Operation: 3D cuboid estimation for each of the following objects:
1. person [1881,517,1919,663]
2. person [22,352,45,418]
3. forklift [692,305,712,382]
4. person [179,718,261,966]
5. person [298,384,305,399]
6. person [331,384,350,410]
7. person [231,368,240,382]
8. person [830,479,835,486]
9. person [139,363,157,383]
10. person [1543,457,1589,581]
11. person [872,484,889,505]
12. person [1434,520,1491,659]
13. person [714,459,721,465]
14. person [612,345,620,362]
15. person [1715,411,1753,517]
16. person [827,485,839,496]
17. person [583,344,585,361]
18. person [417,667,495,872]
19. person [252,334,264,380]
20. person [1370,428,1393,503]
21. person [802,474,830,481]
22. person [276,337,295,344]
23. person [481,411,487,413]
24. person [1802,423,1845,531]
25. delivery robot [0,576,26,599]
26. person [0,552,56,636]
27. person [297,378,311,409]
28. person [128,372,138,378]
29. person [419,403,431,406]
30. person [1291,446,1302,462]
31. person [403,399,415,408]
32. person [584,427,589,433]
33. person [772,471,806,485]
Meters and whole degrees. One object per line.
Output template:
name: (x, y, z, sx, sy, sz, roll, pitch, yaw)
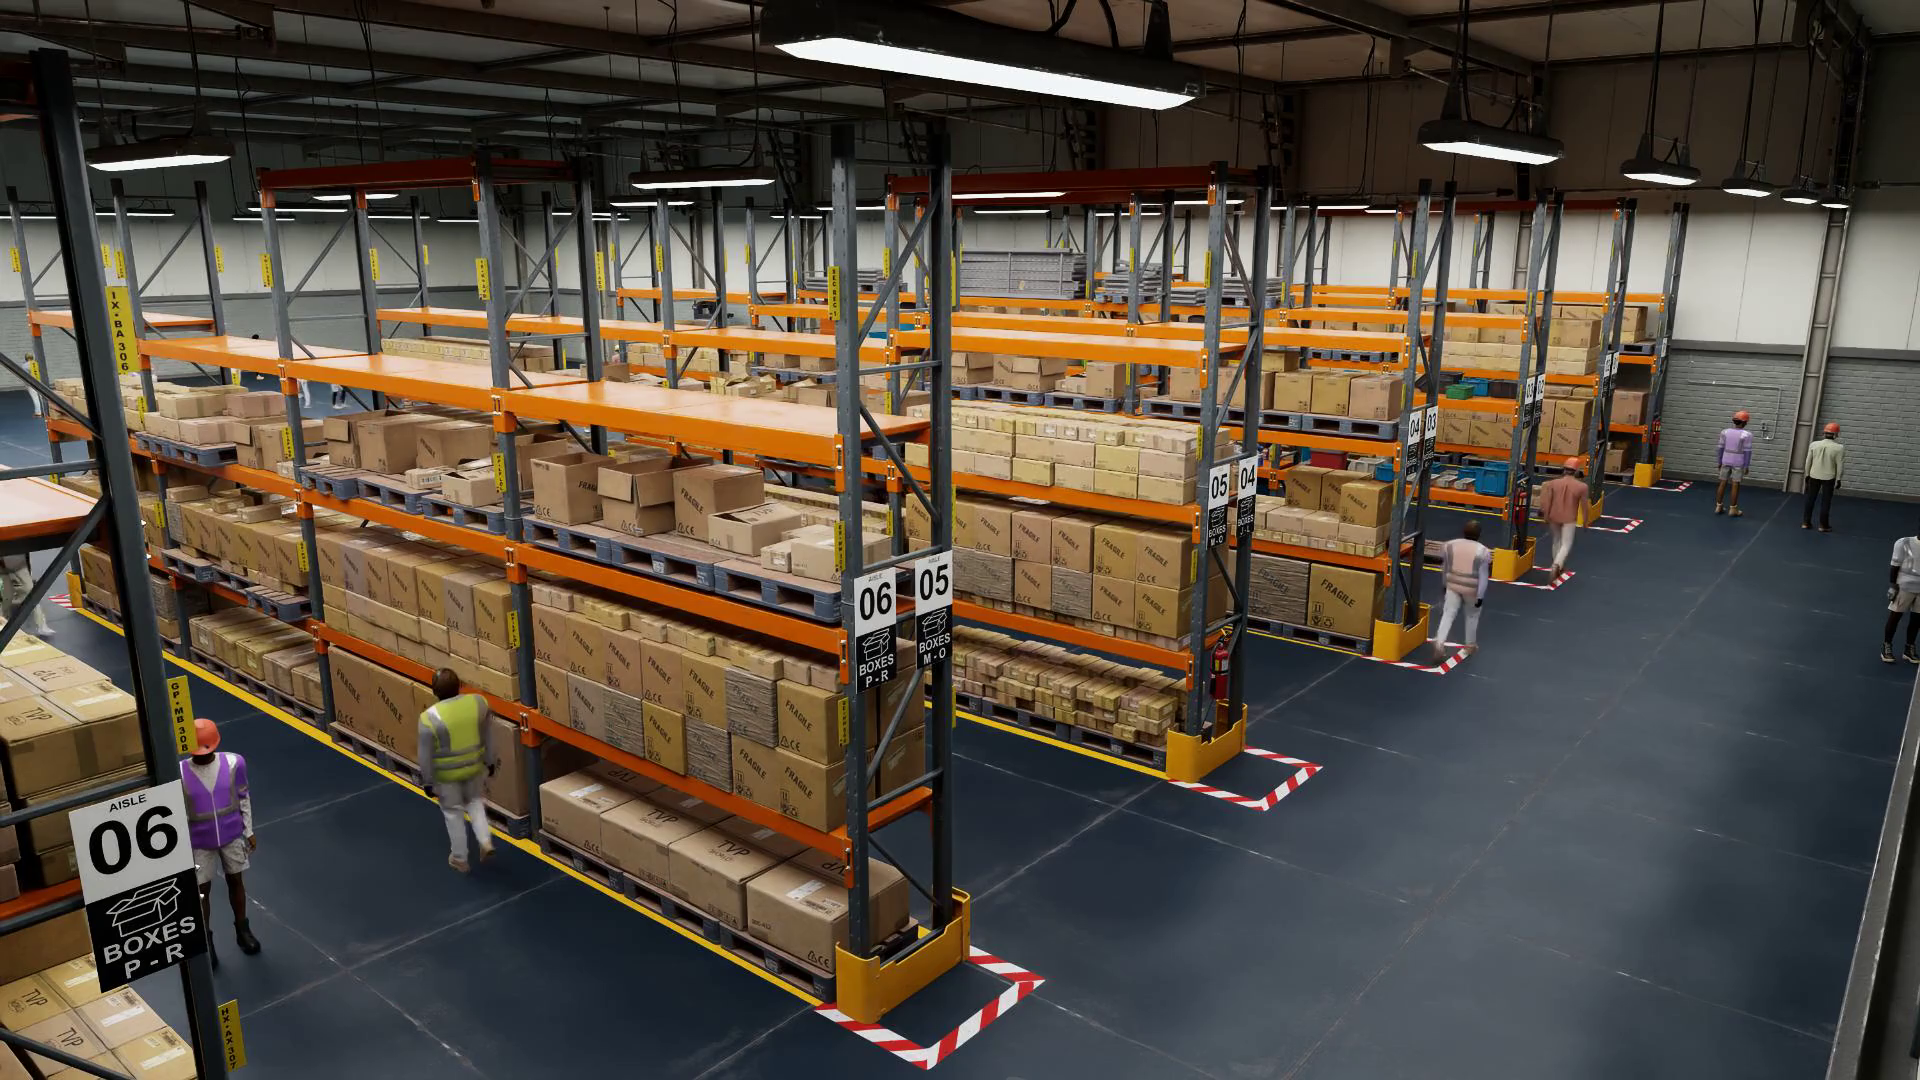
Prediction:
person: (12.171, 0.605, 16.054, 0.604, 1.960, 0.369, 2, 14, 9)
person: (-27.672, -4.632, 37.643, 0.376, 1.940, 0.629, 3, 14, 11)
forklift: (-9.511, -7.392, 47.124, 1.873, 2.768, 1.129, 11, 17, 38)
person: (-5.571, 2.233, 9.433, 0.547, 1.925, 0.391, -12, 18, -41)
person: (-21.930, -5.479, 41.717, 0.891, 1.639, 0.550, 11, 17, 37)
person: (-19.404, -4.922, 39.363, 0.613, 1.674, 0.559, -2, 14, -9)
person: (-23.151, -5.060, 40.056, 0.306, 1.628, 0.516, 9, 16, 32)
person: (-2.435, -1.848, 26.618, 0.759, 1.742, 0.531, 10, 17, 37)
person: (-22.404, -3.969, 35.001, 0.893, 1.903, 0.550, 6, 15, 23)
person: (9.550, -0.329, 19.915, 0.630, 1.964, 0.875, 13, 19, 42)
person: (-1.233, 0.087, 18.391, 0.604, 1.878, 0.893, -11, 17, -37)
person: (6.475, 0.638, 16.241, 0.613, 1.815, 0.890, 11, 18, 39)
person: (-5.148, -1.926, 26.650, 0.993, 1.877, 0.590, 11, 18, 39)
person: (-11.371, -5.628, 42.111, 0.523, 1.763, 0.329, -10, 17, -36)
person: (15.092, -1.502, 24.550, 0.397, 2.043, 0.609, -7, 16, -28)
person: (-1.694, 0.172, 17.969, 0.597, 1.891, 0.640, 12, 18, 40)
person: (-13.981, -6.922, 47.761, 0.775, 1.599, 0.526, 7, 15, 27)
person: (-4.282, 1.963, 10.735, 0.444, 1.830, 0.650, 12, 18, 40)
person: (-26.519, -6.906, 47.521, 0.322, 1.689, 0.530, -8, 16, -31)
person: (8.194, -1.428, 24.669, 0.796, 1.845, 0.527, 7, 15, 28)
person: (-3.225, -2.266, 28.021, 0.560, 1.887, 1.018, -12, 18, -41)
person: (-25.935, -7.257, 48.554, 0.680, 1.876, 0.814, -4, 14, -17)
person: (-10.958, -2.384, 29.052, 0.511, 1.623, 0.667, 1, 14, 5)
person: (15.995, -1.177, 23.311, 0.389, 1.992, 0.625, -9, 16, -32)
delivery robot: (-14.068, 0.637, 18.746, 0.477, 0.478, 0.707, -9, 16, -33)
person: (-12.897, 0.409, 17.186, 0.961, 1.819, 0.480, 7, 15, 27)
person: (-20.707, -4.993, 39.328, 0.579, 1.848, 0.918, 2, 14, 9)
person: (-25.156, -4.692, 37.997, 0.944, 1.892, 0.597, 9, 17, 34)
person: (-11.899, -2.400, 28.310, 0.626, 2.013, 0.759, -7, 16, -28)
person: (6.732, -1.405, 24.640, 0.600, 1.808, 0.697, -11, 17, -38)
person: (-11.981, -2.158, 27.556, 0.636, 1.900, 0.403, -5, 15, -19)
person: (-10.267, -3.806, 34.872, 0.311, 1.638, 0.523, 10, 17, 36)
person: (-3.714, -2.036, 27.175, 0.750, 1.853, 0.591, -7, 15, -26)
